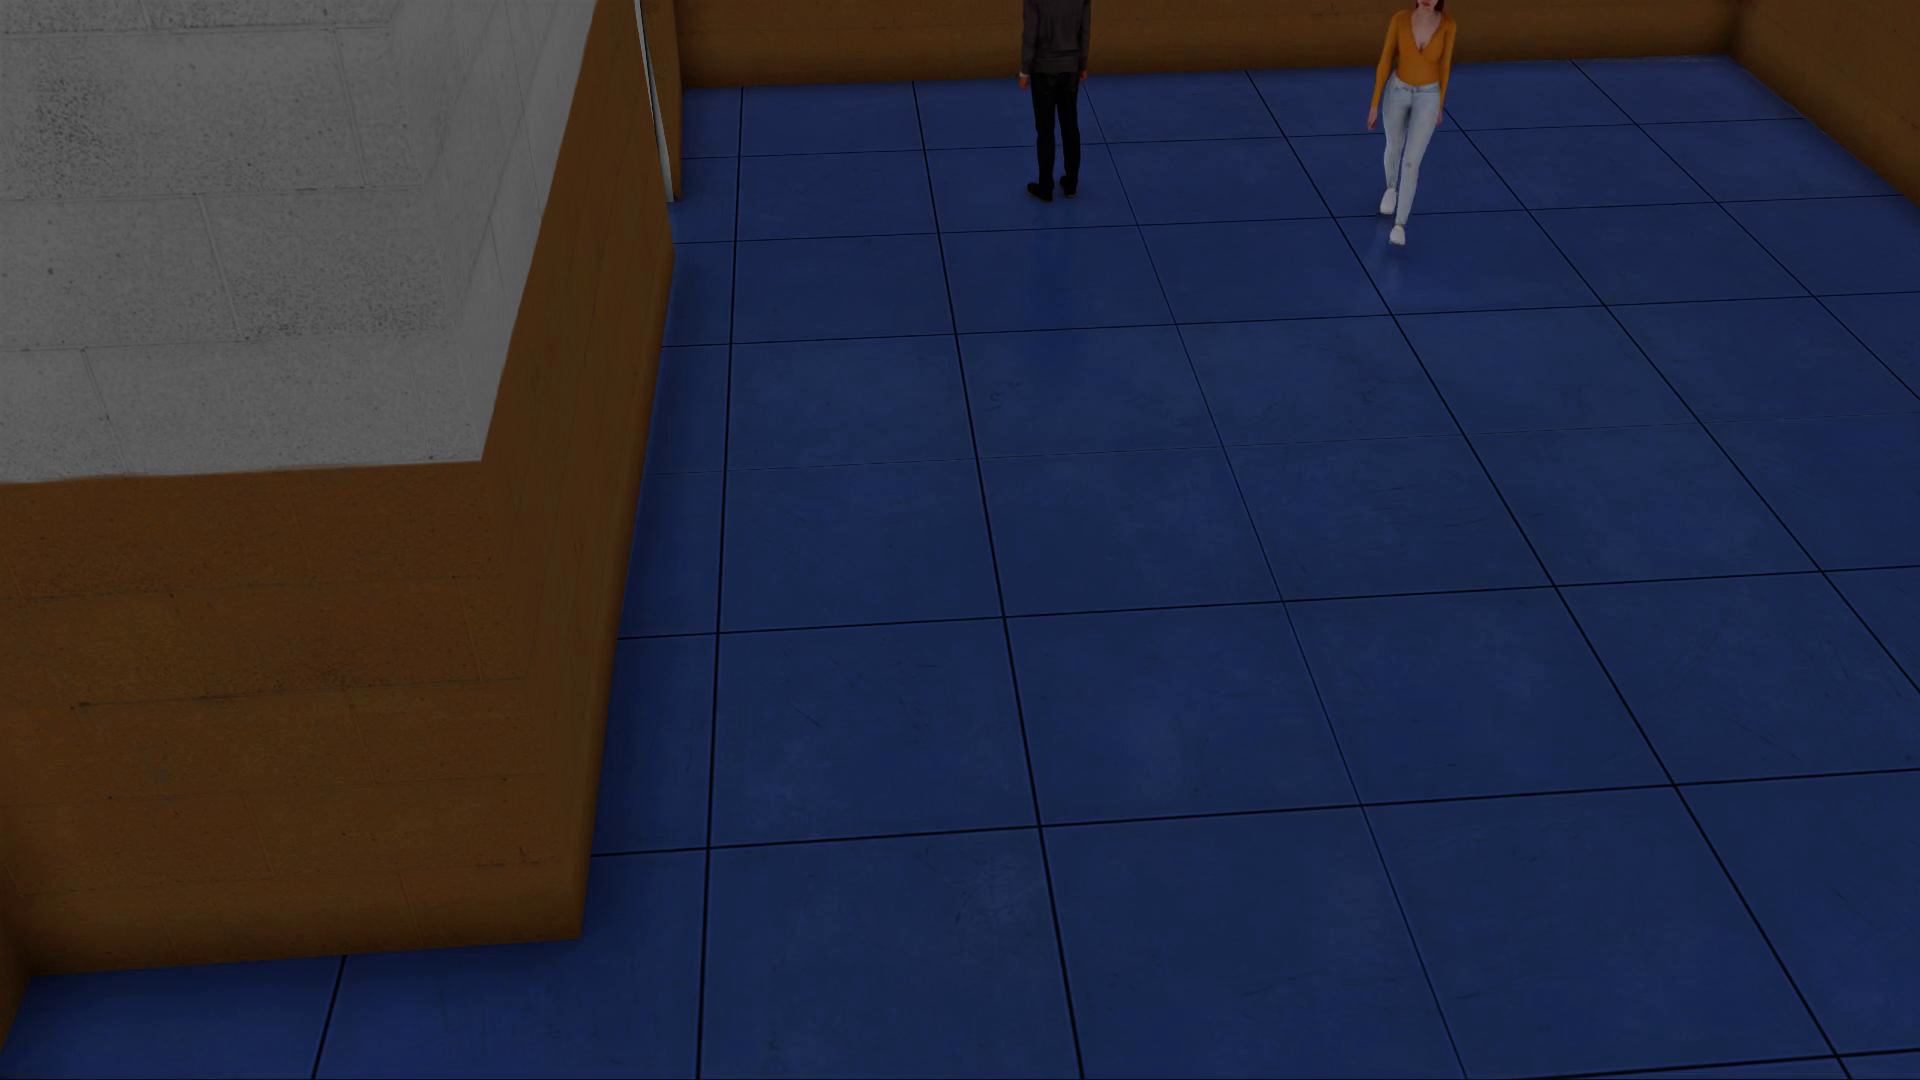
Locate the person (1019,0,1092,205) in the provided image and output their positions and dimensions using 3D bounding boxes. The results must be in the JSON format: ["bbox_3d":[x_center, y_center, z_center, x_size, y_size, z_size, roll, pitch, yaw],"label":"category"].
[{"bbox_3d":[0.627,-3.080,10.909,0.556,1.766,0.749,-30,46,-34],"label":"person"}]

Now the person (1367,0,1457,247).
[{"bbox_3d":[2.857,-2.787,10.581,1.172,1.692,0.947,9,38,12],"label":"person"}]
